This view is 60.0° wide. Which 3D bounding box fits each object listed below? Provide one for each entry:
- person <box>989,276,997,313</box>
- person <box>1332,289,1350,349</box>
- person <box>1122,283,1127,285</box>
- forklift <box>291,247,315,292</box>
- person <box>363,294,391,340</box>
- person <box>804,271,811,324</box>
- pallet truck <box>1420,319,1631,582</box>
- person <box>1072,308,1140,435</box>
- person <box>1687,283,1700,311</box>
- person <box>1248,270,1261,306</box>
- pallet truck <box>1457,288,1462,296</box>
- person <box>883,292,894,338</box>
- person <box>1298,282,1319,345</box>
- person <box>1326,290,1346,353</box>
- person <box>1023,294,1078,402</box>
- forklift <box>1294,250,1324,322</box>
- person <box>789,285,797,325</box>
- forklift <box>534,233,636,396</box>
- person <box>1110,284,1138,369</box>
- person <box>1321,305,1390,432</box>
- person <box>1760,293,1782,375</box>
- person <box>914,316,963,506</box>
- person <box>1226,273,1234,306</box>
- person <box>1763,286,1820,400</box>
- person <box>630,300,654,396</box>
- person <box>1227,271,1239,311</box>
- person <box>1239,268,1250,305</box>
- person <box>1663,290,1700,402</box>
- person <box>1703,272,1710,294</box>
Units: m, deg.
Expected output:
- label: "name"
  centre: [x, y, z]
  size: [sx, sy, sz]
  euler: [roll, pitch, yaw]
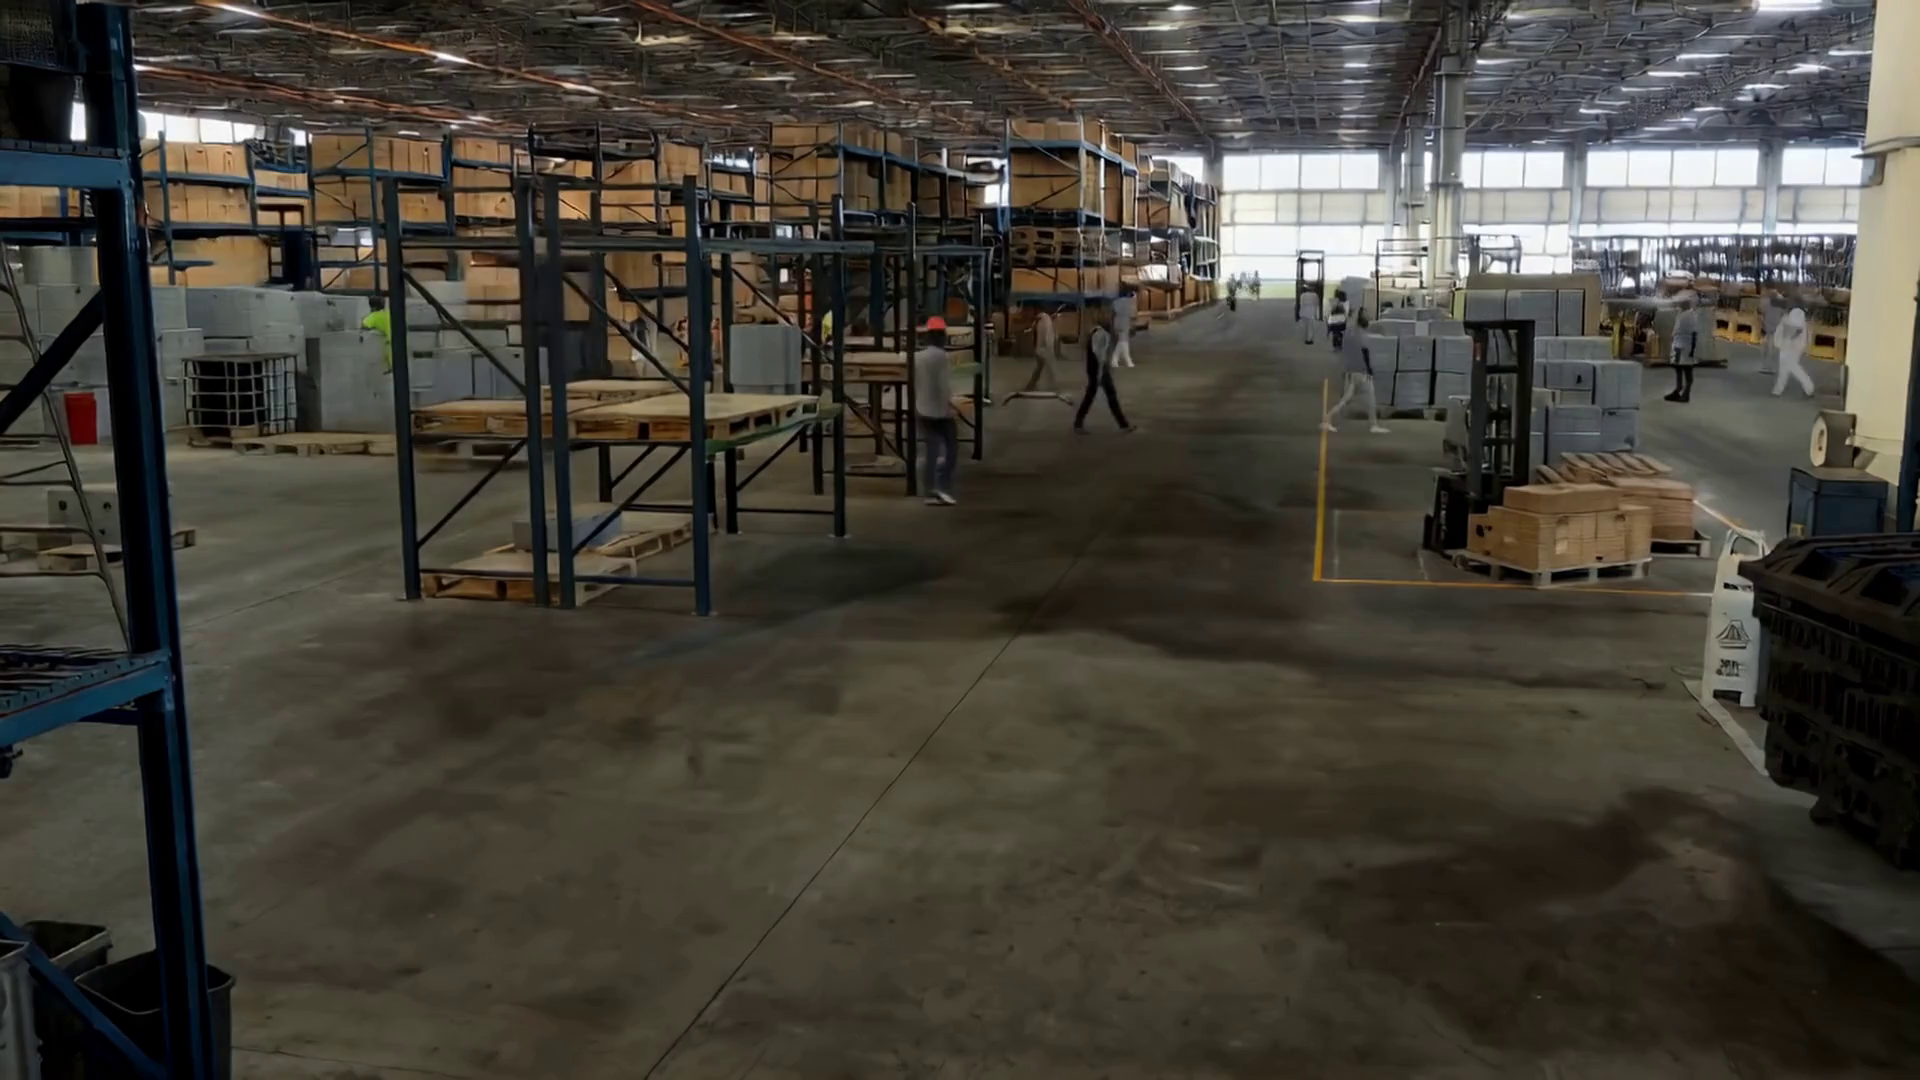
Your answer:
- label: "person"
  centre: [1.598, -11.493, 77.045]
  size: [0.359, 1.938, 0.635]
  euler: [-6, 11, -30]
- label: "person"
  centre: [10.364, -6.024, 45.410]
  size: [0.545, 1.680, 0.635]
  euler: [2, 10, 13]
- label: "person"
  centre: [5.947, -8.494, 60.230]
  size: [0.444, 1.615, 0.513]
  euler: [1, 10, 6]
- label: "forklift"
  centre: [-19.597, -7.380, 49.905]
  size: [1.873, 2.768, 1.129]
  euler: [1, 10, 6]
- label: "person"
  centre: [-8.901, -2.799, 25.563]
  size: [0.355, 1.937, 0.634]
  euler: [5, 11, 27]
- label: "person"
  centre: [-5.938, -9.211, 63.279]
  size: [0.596, 2.022, 0.632]
  euler: [-1, 10, -6]
- label: "pallet truck"
  centre: [4.543, -0.757, 13.299]
  size: [0.823, 1.965, 1.885]
  euler: [-4, 10, -22]
- label: "person"
  centre: [2.030, -2.369, 23.455]
  size: [0.983, 1.789, 0.535]
  euler: [-2, 10, -11]
- label: "person"
  centre: [23.349, -7.354, 53.165]
  size: [0.530, 1.727, 0.881]
  euler: [3, 10, 18]
- label: "person"
  centre: [15.695, -13.410, 88.477]
  size: [0.611, 1.919, 0.863]
  euler: [-3, 10, -19]
- label: "pallet truck"
  centre: [20.506, -9.785, 68.819]
  size: [0.653, 1.274, 1.630]
  euler: [2, 10, 12]
- label: "person"
  centre: [-1.480, -4.060, 33.378]
  size: [0.909, 1.836, 0.513]
  euler: [0, 10, -3]
- label: "person"
  centre: [10.085, -6.557, 48.168]
  size: [0.603, 1.815, 0.508]
  euler: [1, 10, 6]
- label: "person"
  centre: [9.943, -5.796, 44.061]
  size: [0.557, 1.672, 0.526]
  euler: [-4, 10, -23]
- label: "person"
  centre: [1.540, -3.311, 28.807]
  size: [0.997, 1.864, 0.610]
  euler: [2, 10, 12]
- label: "forklift"
  centre: [13.778, -10.002, 65.433]
  size: [1.129, 2.768, 1.873]
  euler: [2, 10, 12]
- label: "person"
  centre: [-5.343, -7.368, 53.518]
  size: [0.265, 1.632, 0.507]
  euler: [-9, 13, -43]
- label: "forklift"
  centre: [-5.245, -2.761, 22.559]
  size: [1.129, 2.768, 1.873]
  euler: [2, 10, 12]
- label: "person"
  centre: [3.698, -4.853, 37.781]
  size: [0.959, 1.938, 0.611]
  euler: [-8, 13, -41]
- label: "person"
  centre: [5.654, -2.431, 23.731]
  size: [0.942, 1.832, 0.524]
  euler: [1, 10, 7]
- label: "person"
  centre: [17.435, -4.418, 35.694]
  size: [0.527, 1.760, 0.332]
  euler: [-6, 12, -33]
- label: "person"
  centre: [-0.222, -1.292, 16.743]
  size: [0.501, 1.897, 0.624]
  euler: [-7, 12, -35]
- label: "person"
  centre: [14.419, -13.327, 88.416]
  size: [0.527, 1.768, 0.331]
  euler: [3, 10, 16]
- label: "person"
  centre: [14.758, -3.487, 29.338]
  size: [0.914, 2.000, 0.684]
  euler: [8, 12, 39]
- label: "person"
  centre: [-4.696, -2.604, 24.576]
  size: [0.355, 1.883, 0.574]
  euler: [-4, 10, -23]
- label: "person"
  centre: [12.939, -11.793, 78.910]
  size: [0.556, 1.899, 0.933]
  euler: [2, 10, 12]
- label: "person"
  centre: [15.533, -13.844, 90.860]
  size: [0.613, 1.974, 0.591]
  euler: [-6, 11, -33]
- label: "person"
  centre: [12.576, -3.372, 28.956]
  size: [0.362, 1.939, 0.542]
  euler: [-2, 10, -14]
- label: "person"
  centre: [40.066, -13.485, 89.272]
  size: [0.962, 1.797, 0.592]
  euler: [3, 10, 16]
